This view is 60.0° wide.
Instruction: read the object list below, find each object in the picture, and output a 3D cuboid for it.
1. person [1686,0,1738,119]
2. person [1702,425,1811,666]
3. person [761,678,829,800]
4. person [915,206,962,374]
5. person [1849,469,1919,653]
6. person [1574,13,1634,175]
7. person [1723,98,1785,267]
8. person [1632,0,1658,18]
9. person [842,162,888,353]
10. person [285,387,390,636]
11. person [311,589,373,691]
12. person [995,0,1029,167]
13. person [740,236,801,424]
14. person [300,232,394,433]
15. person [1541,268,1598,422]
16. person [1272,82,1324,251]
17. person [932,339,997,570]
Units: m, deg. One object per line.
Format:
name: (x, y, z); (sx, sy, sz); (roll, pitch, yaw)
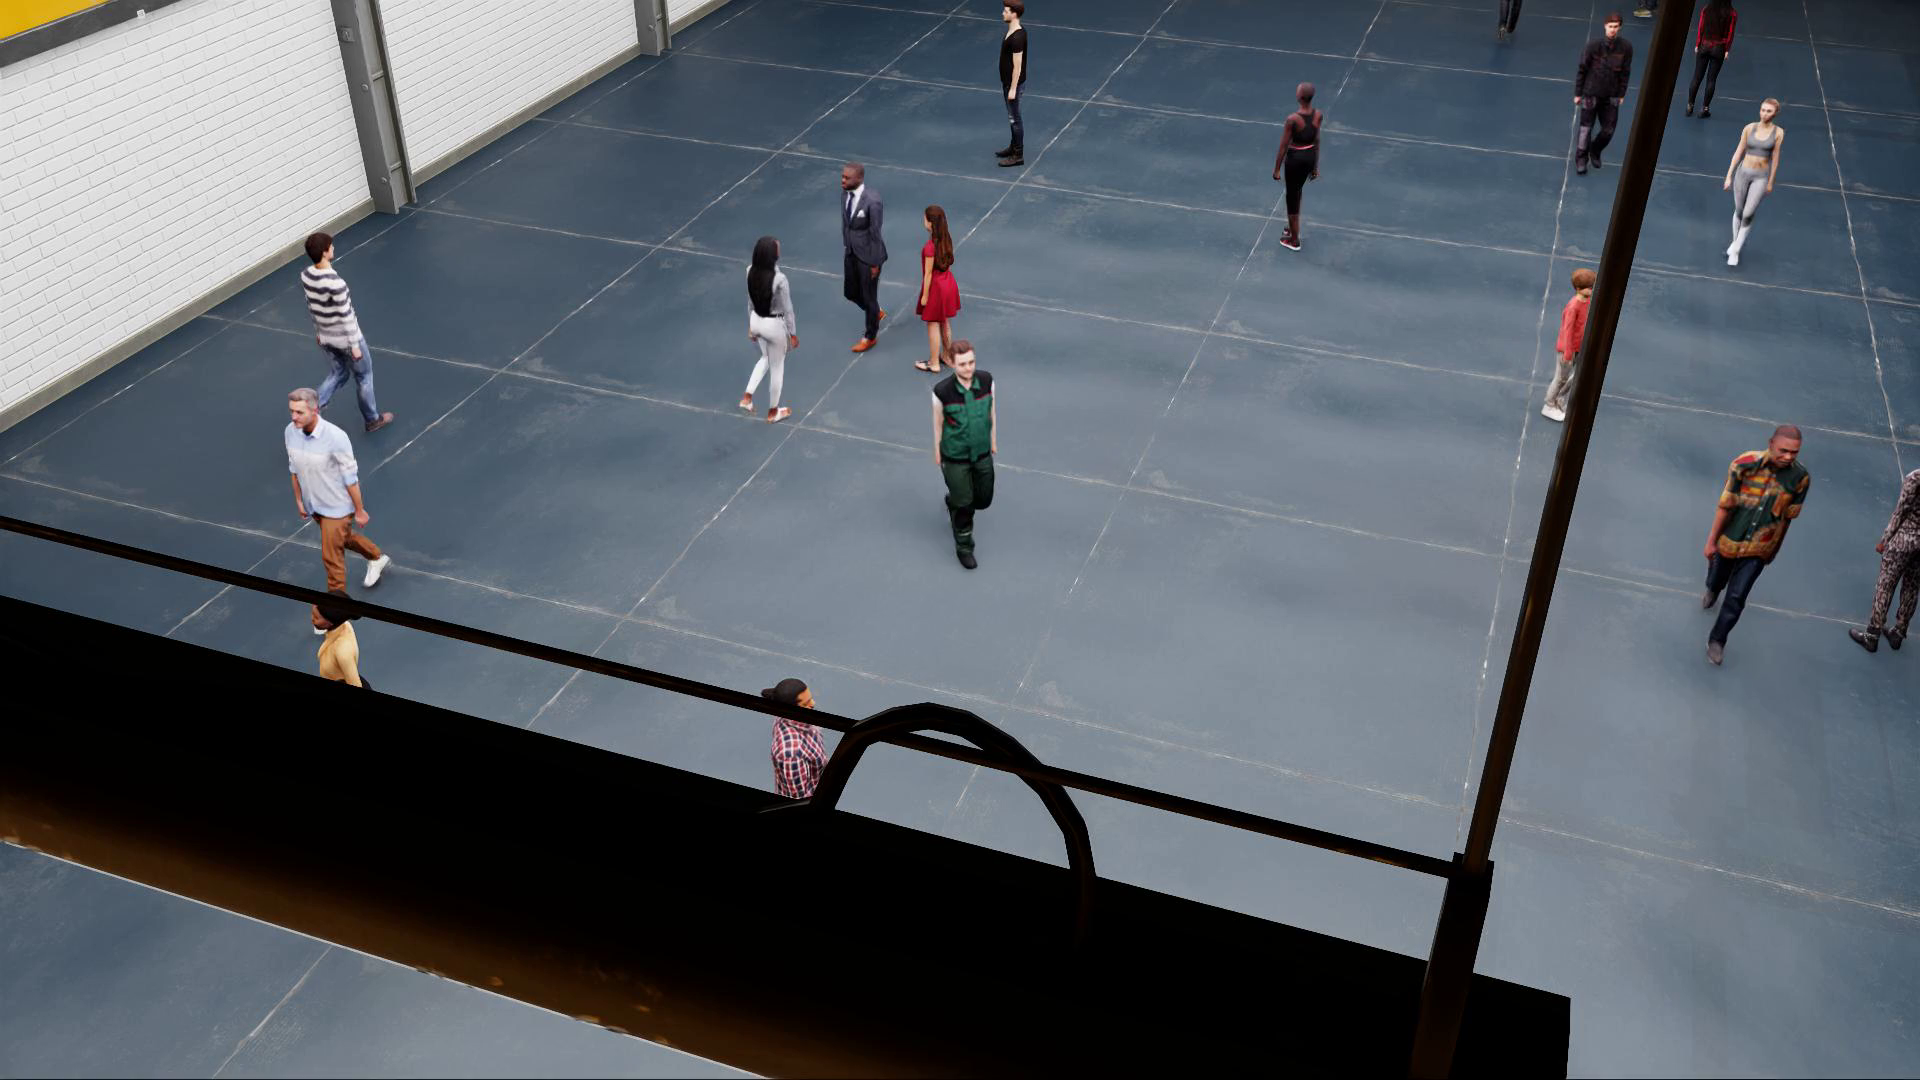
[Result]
person: (9.329, -6.079, 20.633); (0.642, 1.658, 0.608); (23, 40, 31)
person: (5.401, -0.046, 11.443); (0.680, 1.783, 1.007); (13, 36, 18)
person: (-0.864, 1.472, 9.180); (0.848, 1.761, 0.730); (-5, 34, -8)
person: (-0.191, -2.267, 14.994); (0.667, 1.551, 0.594); (18, 38, 25)
person: (6.534, 0.012, 11.419); (0.650, 1.714, 0.658); (-3, 34, -4)
person: (7.330, -5.131, 19.049); (0.786, 1.832, 0.723); (5, 34, 8)
person: (8.132, -3.711, 17.051); (0.717, 1.681, 0.941); (21, 39, 28)
person: (10.130, -8.500, 24.201); (0.816, 1.740, 0.586); (24, 41, 32)
person: (-0.822, -2.640, 15.326); (0.891, 1.805, 0.927); (29, 43, 36)
person: (-4.434, -0.304, 11.823); (0.744, 1.794, 1.144); (14, 36, 20)
person: (-3.633, 0.994, 9.996); (0.710, 1.653, 0.652); (-15, 36, -21)
person: (0.627, -5.296, 19.239); (0.818, 1.897, 0.669); (-2, 34, -3)
person: (-1.663, -1.726, 14.036); (0.750, 1.710, 0.838); (24, 40, 31)
person: (-5.218, -1.641, 13.799); (0.806, 1.832, 1.075); (20, 39, 28)
person: (5.183, -1.690, 14.259); (0.660, 1.405, 0.550); (27, 42, 34)
person: (3.553, -3.827, 17.166); (0.766, 1.746, 0.825); (-14, 36, -20)
person: (0.024, -0.690, 12.375); (0.974, 1.825, 1.034); (-14, 36, -20)
